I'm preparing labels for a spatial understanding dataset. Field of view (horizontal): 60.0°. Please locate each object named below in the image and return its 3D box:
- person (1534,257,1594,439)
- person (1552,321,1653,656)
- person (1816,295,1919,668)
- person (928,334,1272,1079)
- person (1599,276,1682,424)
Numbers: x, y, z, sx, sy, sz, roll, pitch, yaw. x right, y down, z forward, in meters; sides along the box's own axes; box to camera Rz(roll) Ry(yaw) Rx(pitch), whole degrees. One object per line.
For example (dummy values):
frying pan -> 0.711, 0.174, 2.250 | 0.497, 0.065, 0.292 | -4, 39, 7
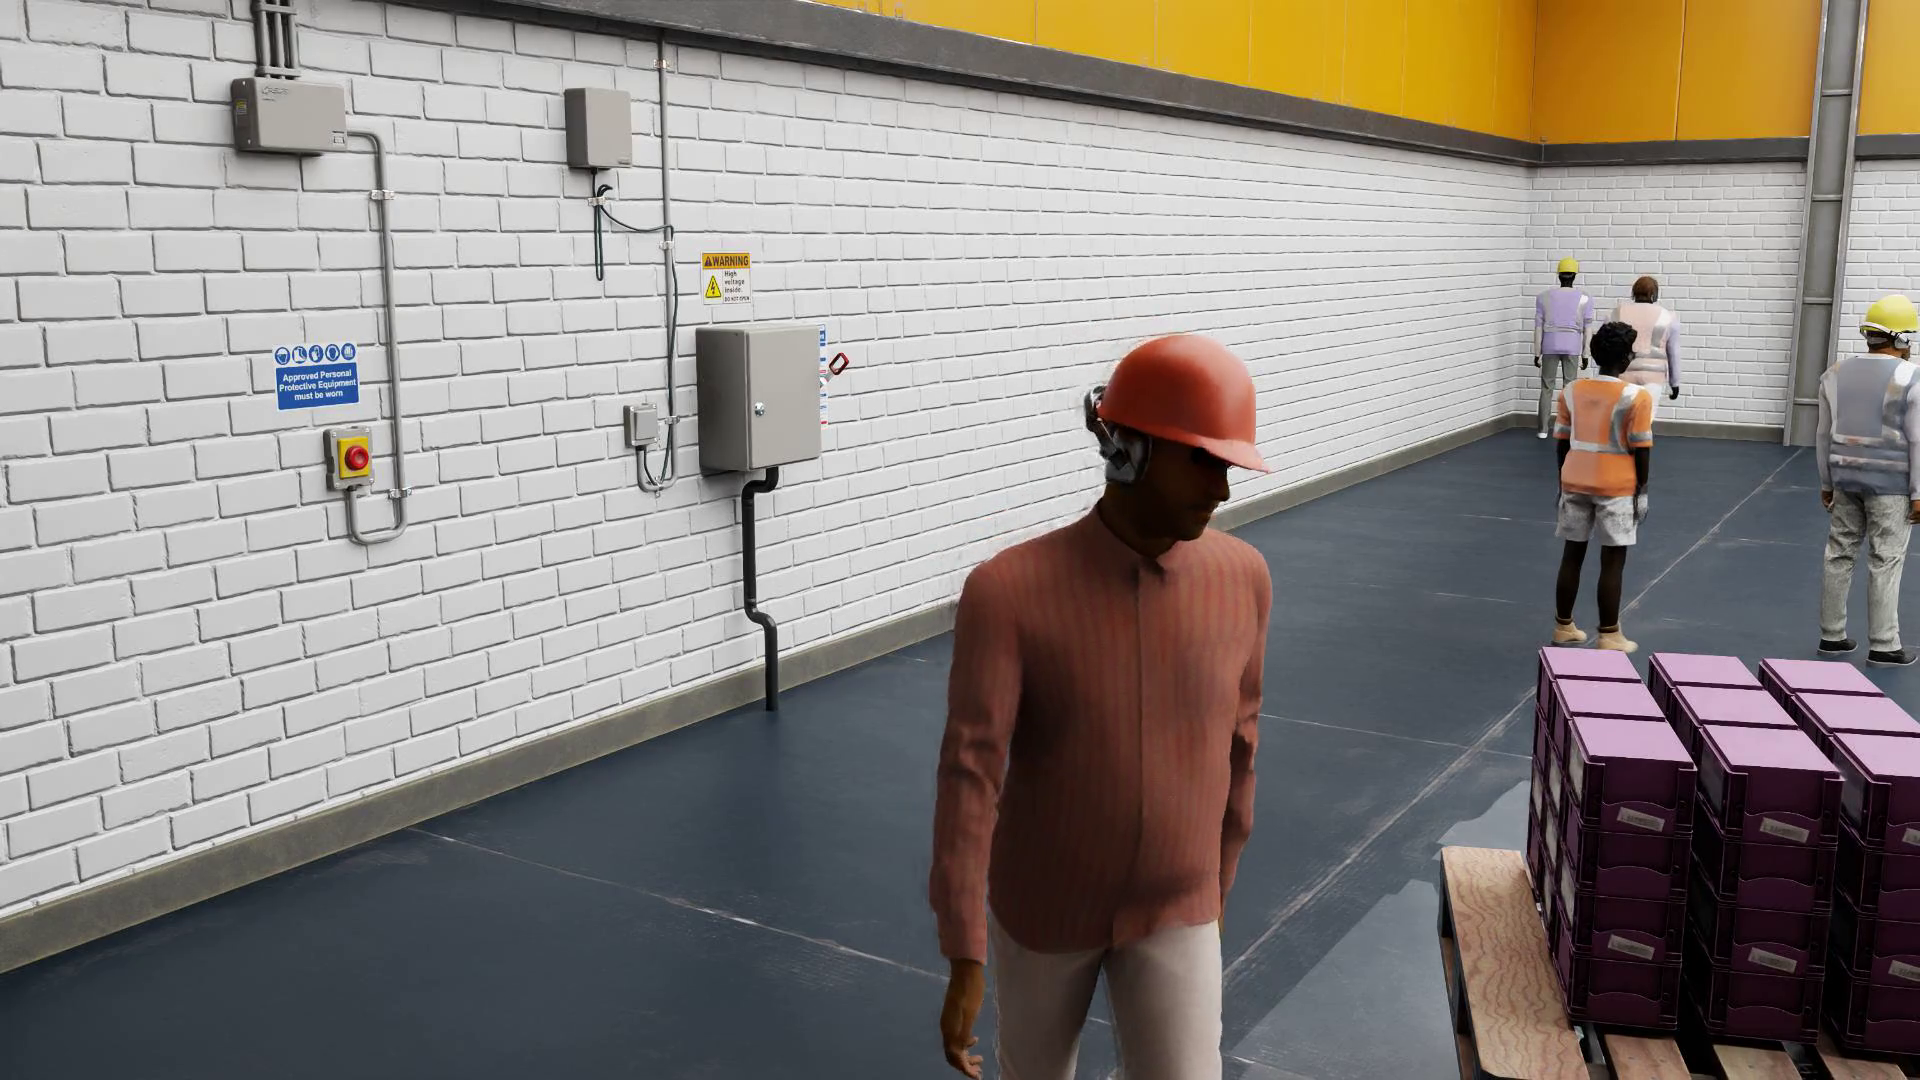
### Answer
person -> 6.354, -2.010, 17.560 | 0.582, 1.919, 0.391 | 3, 11, 16
person -> 3.263, -0.259, 8.453 | 0.317, 1.695, 0.540 | -7, 13, -35
person -> 4.538, -0.287, 8.236 | 0.403, 1.833, 0.586 | -5, 11, -27
person -> 0.261, 0.646, 2.745 | 0.655, 1.936, 0.970 | -2, 11, -13
person -> 5.915, -1.392, 14.489 | 0.647, 1.798, 0.968 | 7, 12, 34
